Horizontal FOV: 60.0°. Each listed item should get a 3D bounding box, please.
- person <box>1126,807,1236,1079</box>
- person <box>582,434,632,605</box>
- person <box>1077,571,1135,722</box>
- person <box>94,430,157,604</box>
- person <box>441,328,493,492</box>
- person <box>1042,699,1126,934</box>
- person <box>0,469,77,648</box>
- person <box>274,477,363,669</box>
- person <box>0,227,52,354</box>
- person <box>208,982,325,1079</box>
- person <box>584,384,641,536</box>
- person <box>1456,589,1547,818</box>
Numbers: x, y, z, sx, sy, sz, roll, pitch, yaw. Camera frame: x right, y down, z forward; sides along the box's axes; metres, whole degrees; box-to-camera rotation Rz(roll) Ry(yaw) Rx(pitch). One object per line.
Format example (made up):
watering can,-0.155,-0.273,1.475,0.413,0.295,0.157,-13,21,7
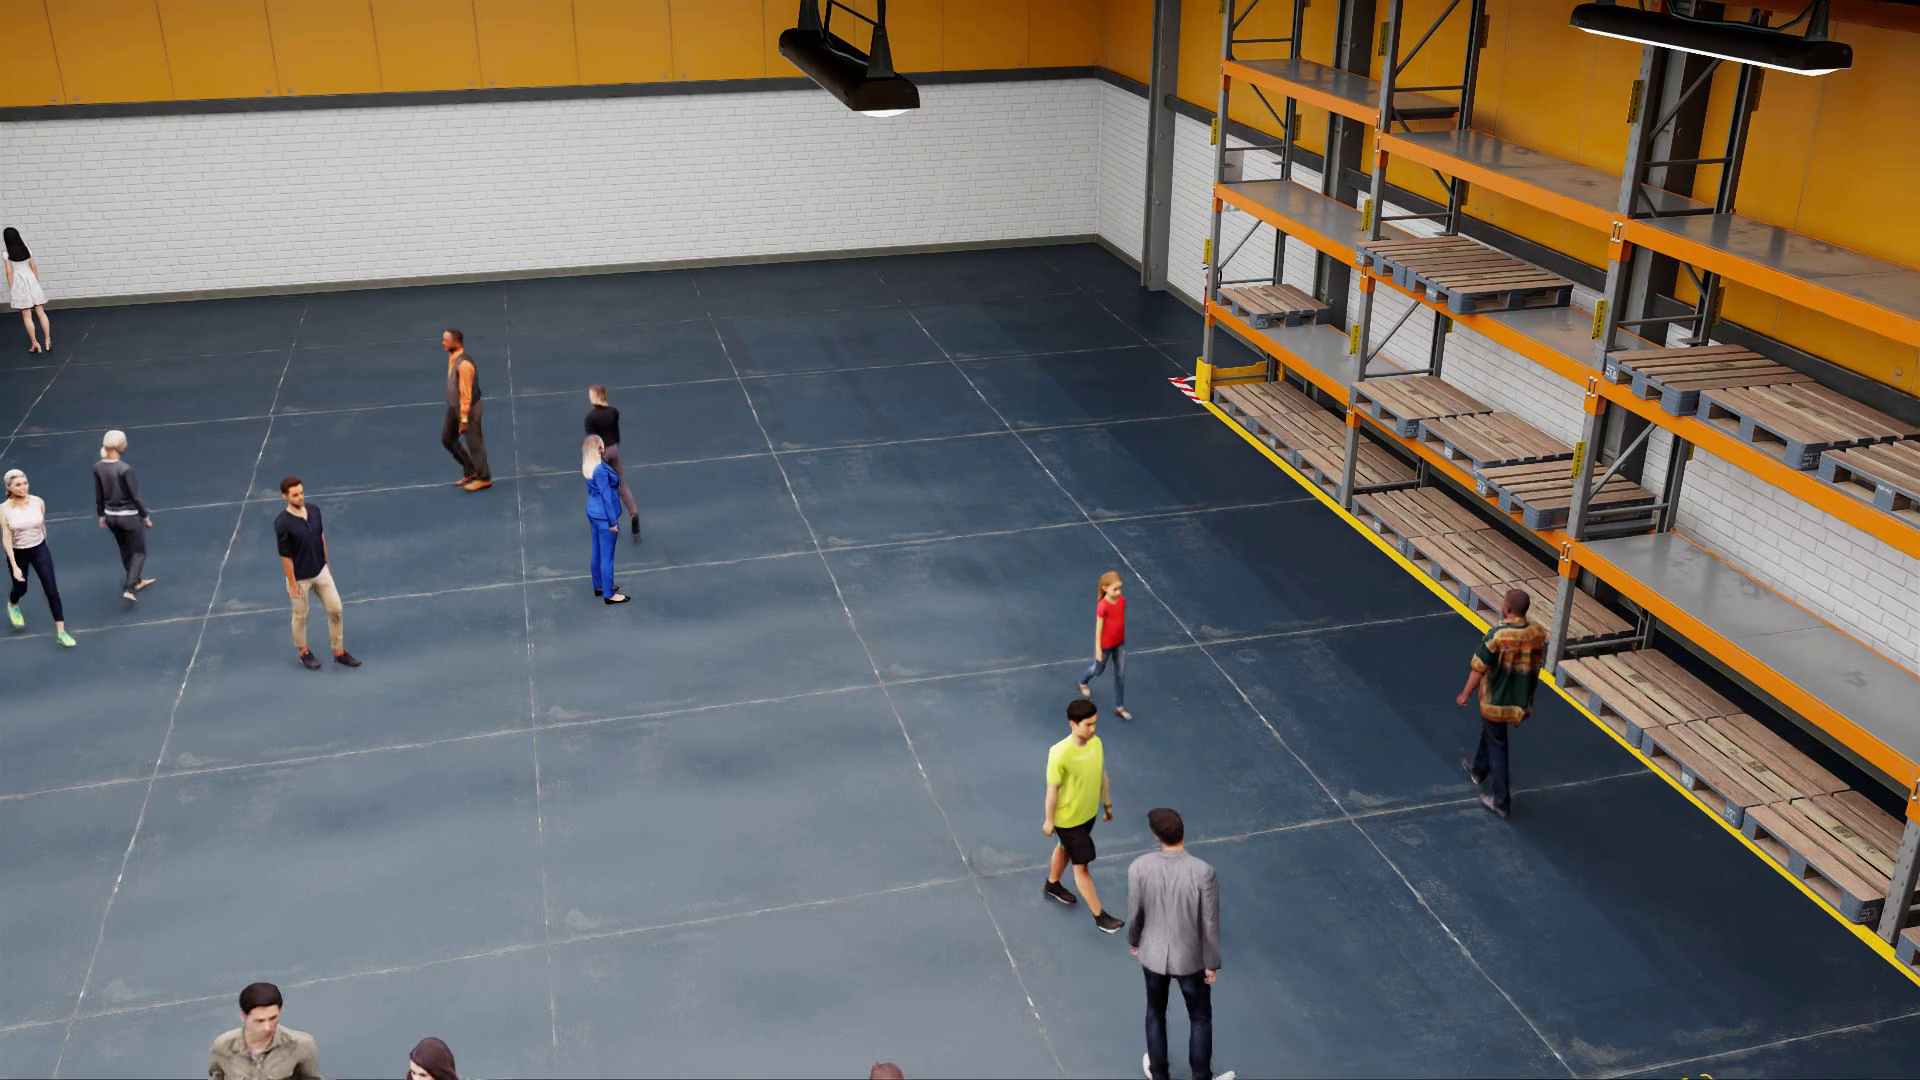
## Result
person,1.272,2.456,9.685,0.953,1.833,0.917,13,27,28
person,-3.443,-0.211,15.953,0.736,1.701,0.581,-14,27,-29
person,1.217,0.853,14.030,0.693,1.290,0.943,-16,28,-32
person,-8.034,-0.205,15.932,0.892,1.706,1.009,5,24,10
person,-5.428,-1.465,18.576,0.874,1.897,0.759,-15,28,-30
person,0.728,1.818,11.346,1.140,1.673,0.977,21,31,39
person,-8.551,0.148,15.176,1.238,1.664,1.054,19,30,36
person,-5.814,0.285,14.653,1.005,1.832,0.940,14,27,29
person,-13.168,-3.525,23.440,0.818,1.775,0.776,18,29,35
person,-3.482,2.969,8.496,0.929,1.847,1.251,2,24,4
person,-3.634,-0.793,17.364,1.113,1.636,0.977,19,30,37
person,4.139,1.255,12.503,0.752,1.777,0.990,-10,26,-22
